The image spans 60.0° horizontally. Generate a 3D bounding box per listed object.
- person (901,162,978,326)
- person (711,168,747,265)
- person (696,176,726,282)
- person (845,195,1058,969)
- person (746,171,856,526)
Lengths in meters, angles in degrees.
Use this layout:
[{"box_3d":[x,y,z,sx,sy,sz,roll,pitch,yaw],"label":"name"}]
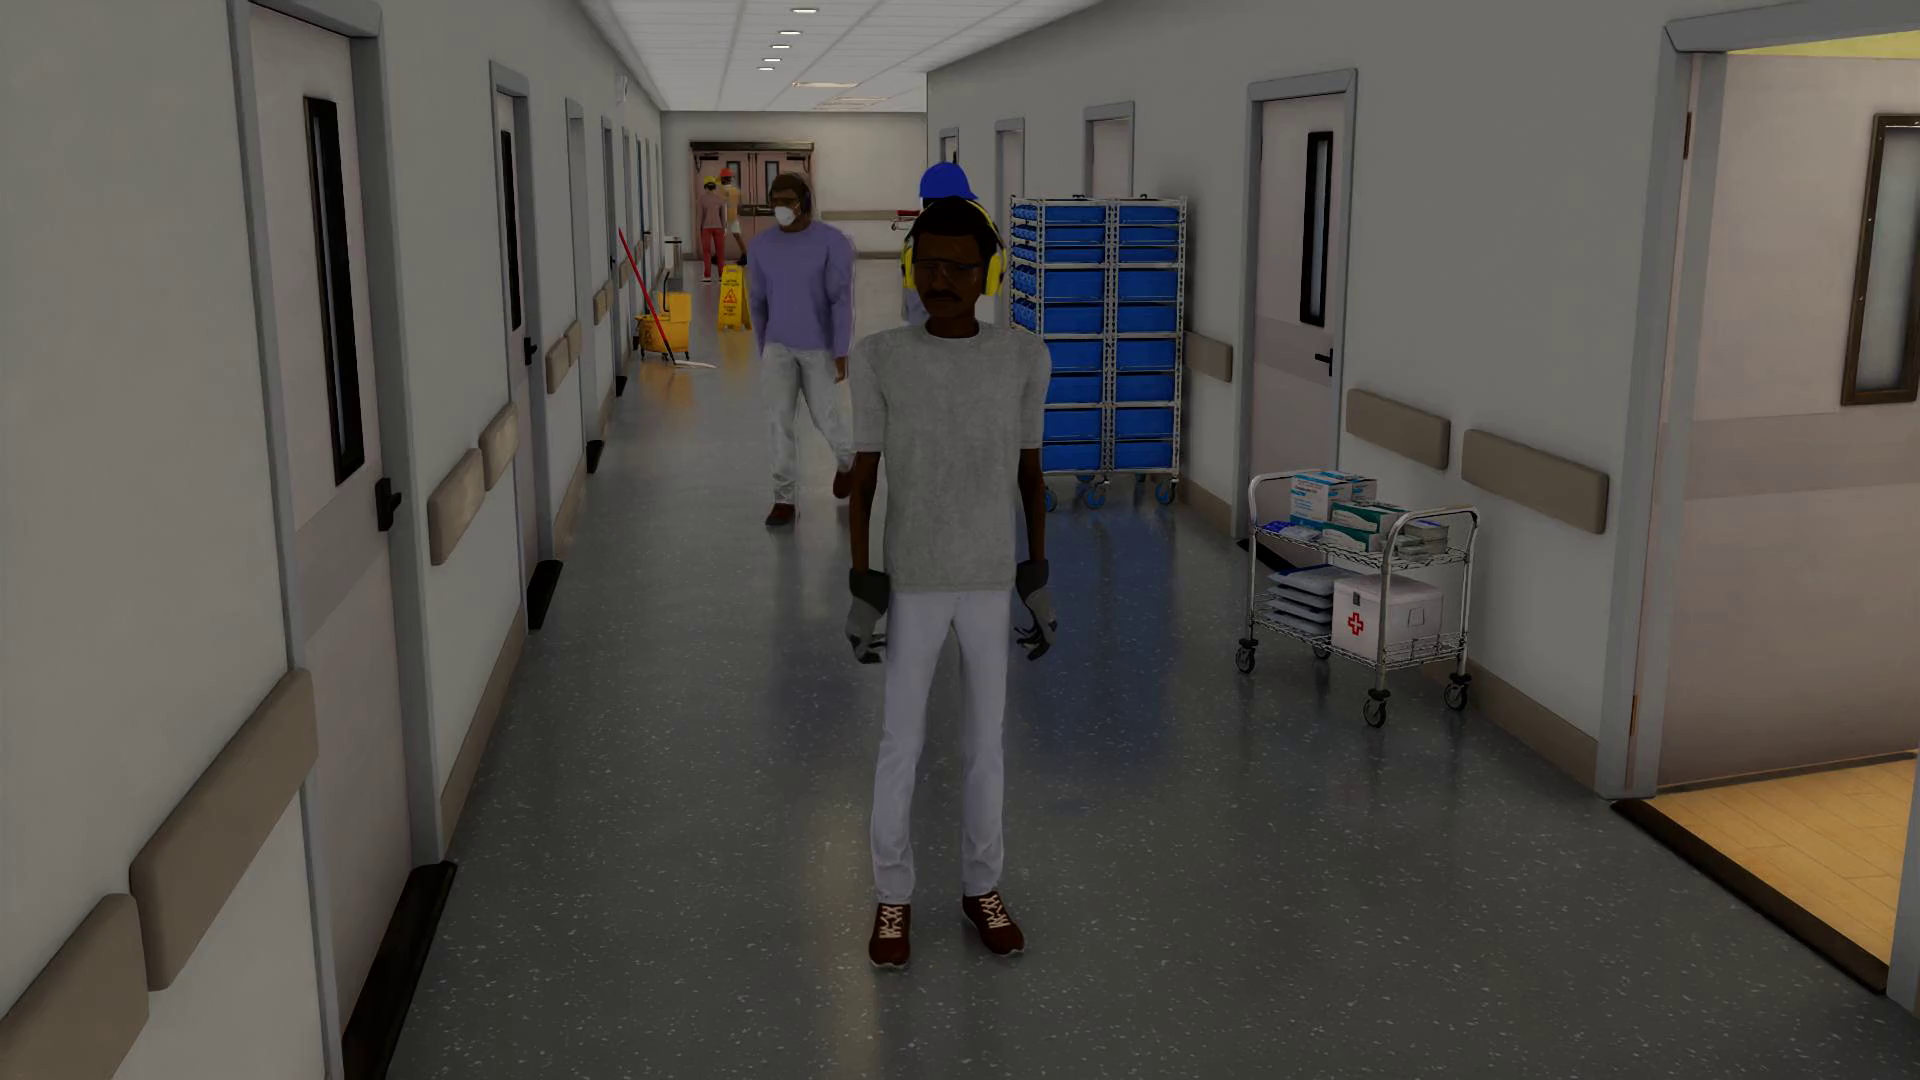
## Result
[{"box_3d":[-0.105,-0.898,8.345,0.406,1.947,0.606,3,13,14],"label":"person"},{"box_3d":[-4.558,-6.356,32.739,1.018,1.882,0.568,8,15,32],"label":"person"},{"box_3d":[-4.186,-5.222,27.957,0.532,1.768,0.311,-7,15,-30],"label":"person"},{"box_3d":[-0.017,0.118,4.019,0.521,1.865,0.319,-3,13,-11],"label":"person"},{"box_3d":[-0.850,-1.072,9.208,0.634,1.913,0.797,3,13,15],"label":"person"}]
